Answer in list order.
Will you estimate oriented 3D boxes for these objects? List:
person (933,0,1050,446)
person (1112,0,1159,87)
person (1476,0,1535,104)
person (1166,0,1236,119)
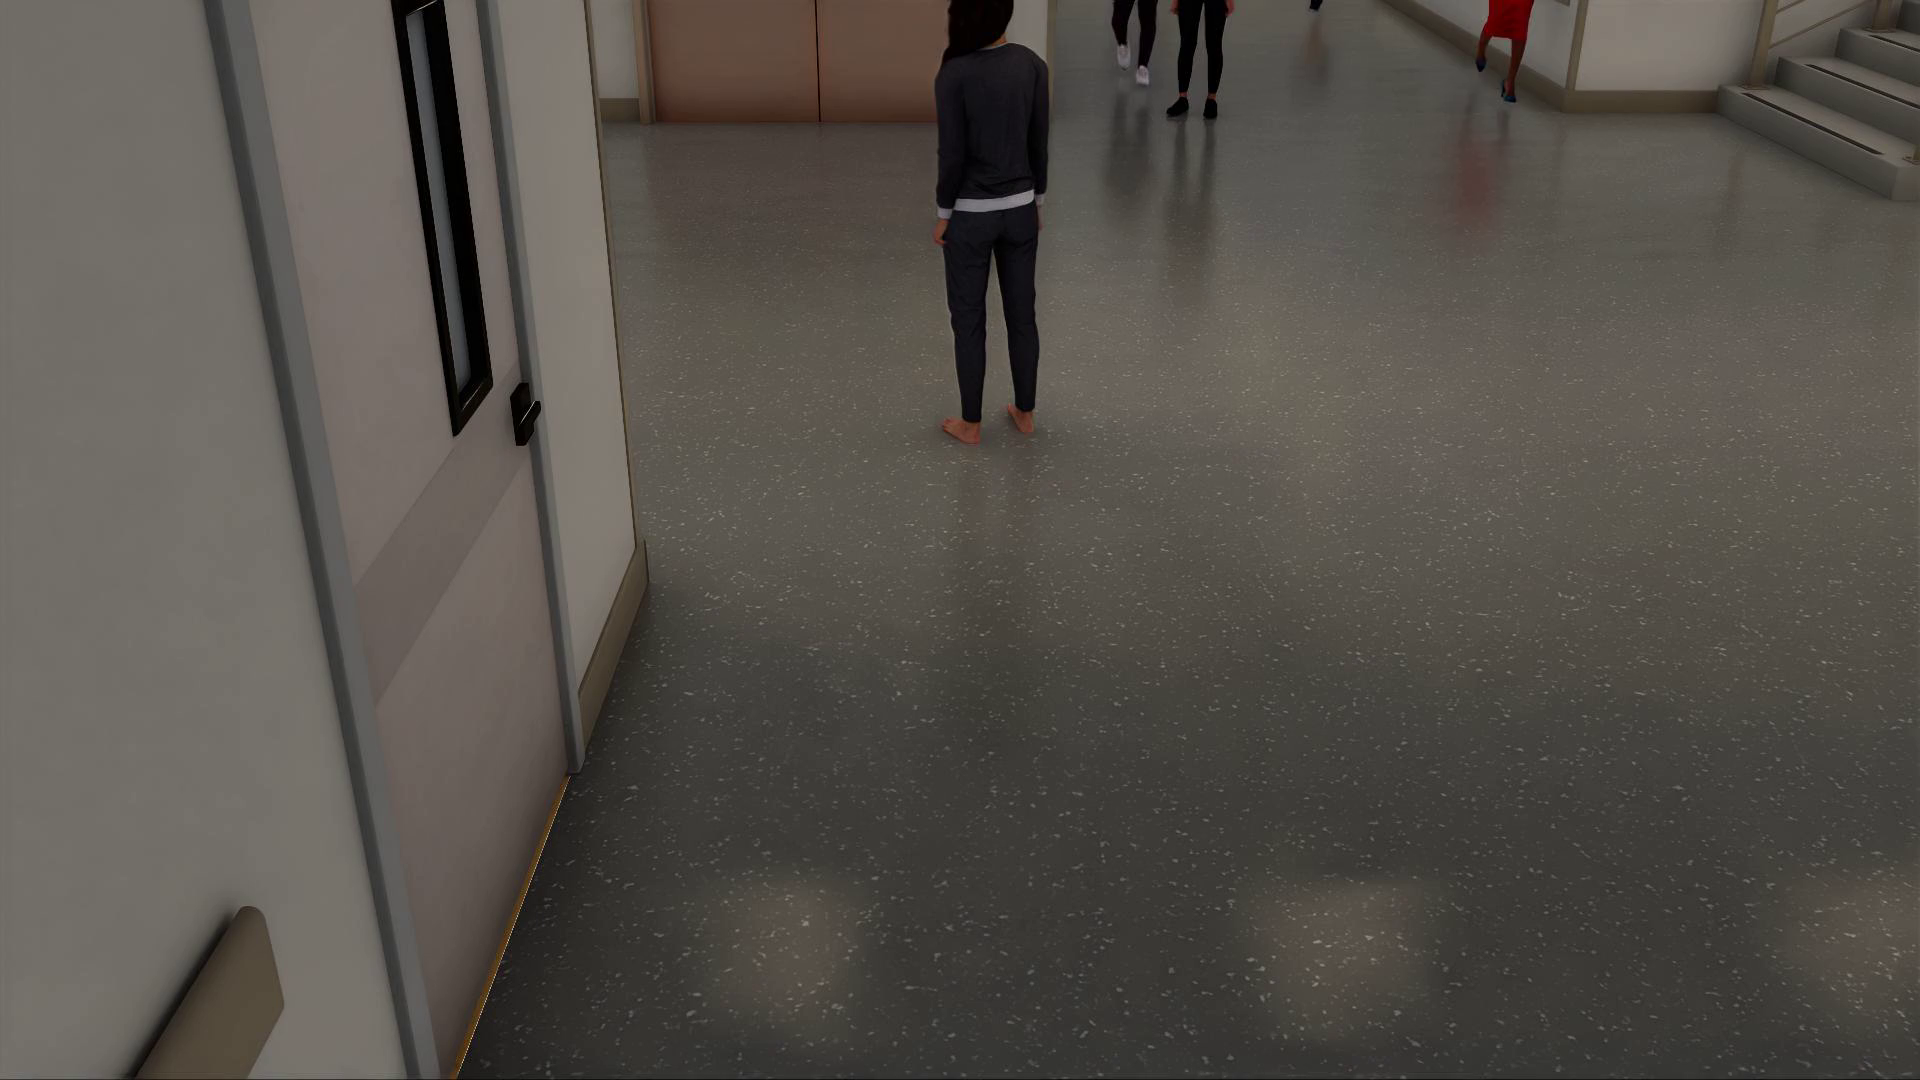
[{"bbox_3d":[0.122,-1.232,6.235,0.603,1.770,0.744,-11,28,-22],"label":"person"},{"bbox_3d":[1.392,-4.492,13.007,1.010,1.760,0.725,3,26,5],"label":"person"},{"bbox_3d":[4.098,-4.179,12.405,0.898,1.719,0.630,0,26,0],"label":"person"},{"bbox_3d":[1.749,-3.907,11.849,0.595,1.713,0.733,10,28,21],"label":"person"}]
